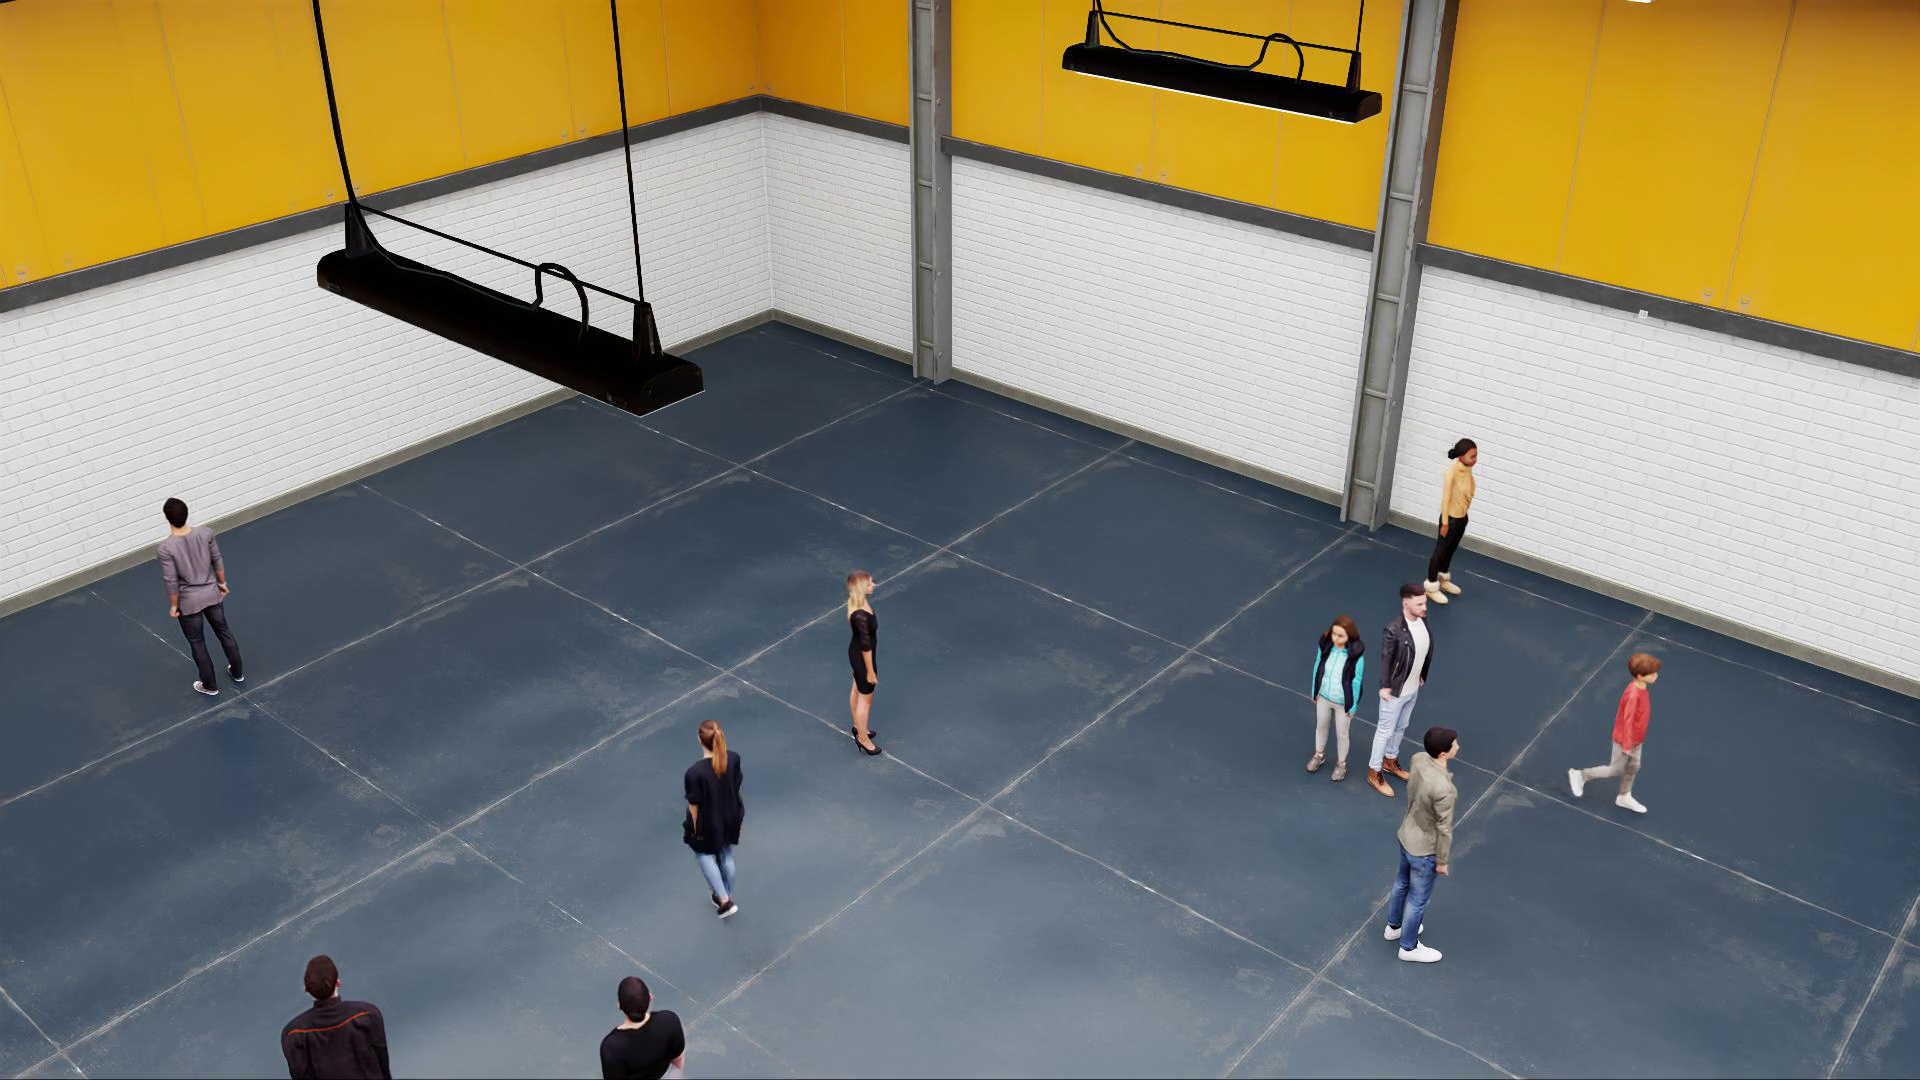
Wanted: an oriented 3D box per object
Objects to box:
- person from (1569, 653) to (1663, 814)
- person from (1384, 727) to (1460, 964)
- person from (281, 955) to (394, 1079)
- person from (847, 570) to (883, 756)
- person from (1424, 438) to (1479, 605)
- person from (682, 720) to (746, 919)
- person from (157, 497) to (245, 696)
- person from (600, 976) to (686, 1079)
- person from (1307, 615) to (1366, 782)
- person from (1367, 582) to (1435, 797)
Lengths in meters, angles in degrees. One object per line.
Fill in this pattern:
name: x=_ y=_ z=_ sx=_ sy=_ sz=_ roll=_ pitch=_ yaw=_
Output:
person: x=5.127 y=1.492 z=12.946 sx=0.832 sy=1.402 sz=0.542 roll=19 pitch=34 yaw=31
person: x=3.168 y=2.067 z=11.411 sx=0.842 sy=1.864 sz=0.764 roll=-5 pitch=29 yaw=-8
person: x=-3.466 y=3.122 z=9.425 sx=0.776 sy=1.914 sz=0.757 roll=-12 pitch=31 yaw=-21
person: x=-0.797 y=0.985 z=13.590 sx=0.667 sy=1.677 sz=0.581 roll=-6 pitch=29 yaw=-10
person: x=4.684 y=-0.213 z=15.803 sx=0.553 sy=1.660 sz=0.603 roll=25 pitch=37 yaw=38
person: x=-1.672 y=2.014 z=11.706 sx=0.740 sy=1.674 sz=0.836 roll=-18 pitch=33 yaw=-29
person: x=-6.573 y=0.472 z=14.345 sx=0.519 sy=1.854 sz=0.670 roll=21 pitch=35 yaw=33
person: x=-1.769 y=3.194 z=9.454 sx=0.729 sy=1.758 sz=0.705 roll=-19 pitch=34 yaw=-31
person: x=3.021 y=1.238 z=13.313 sx=0.506 sy=1.497 sz=0.622 roll=20 pitch=34 yaw=32
person: x=3.473 y=1.139 z=13.140 sx=0.688 sy=1.836 sz=0.598 roll=-23 pitch=36 yaw=-35
